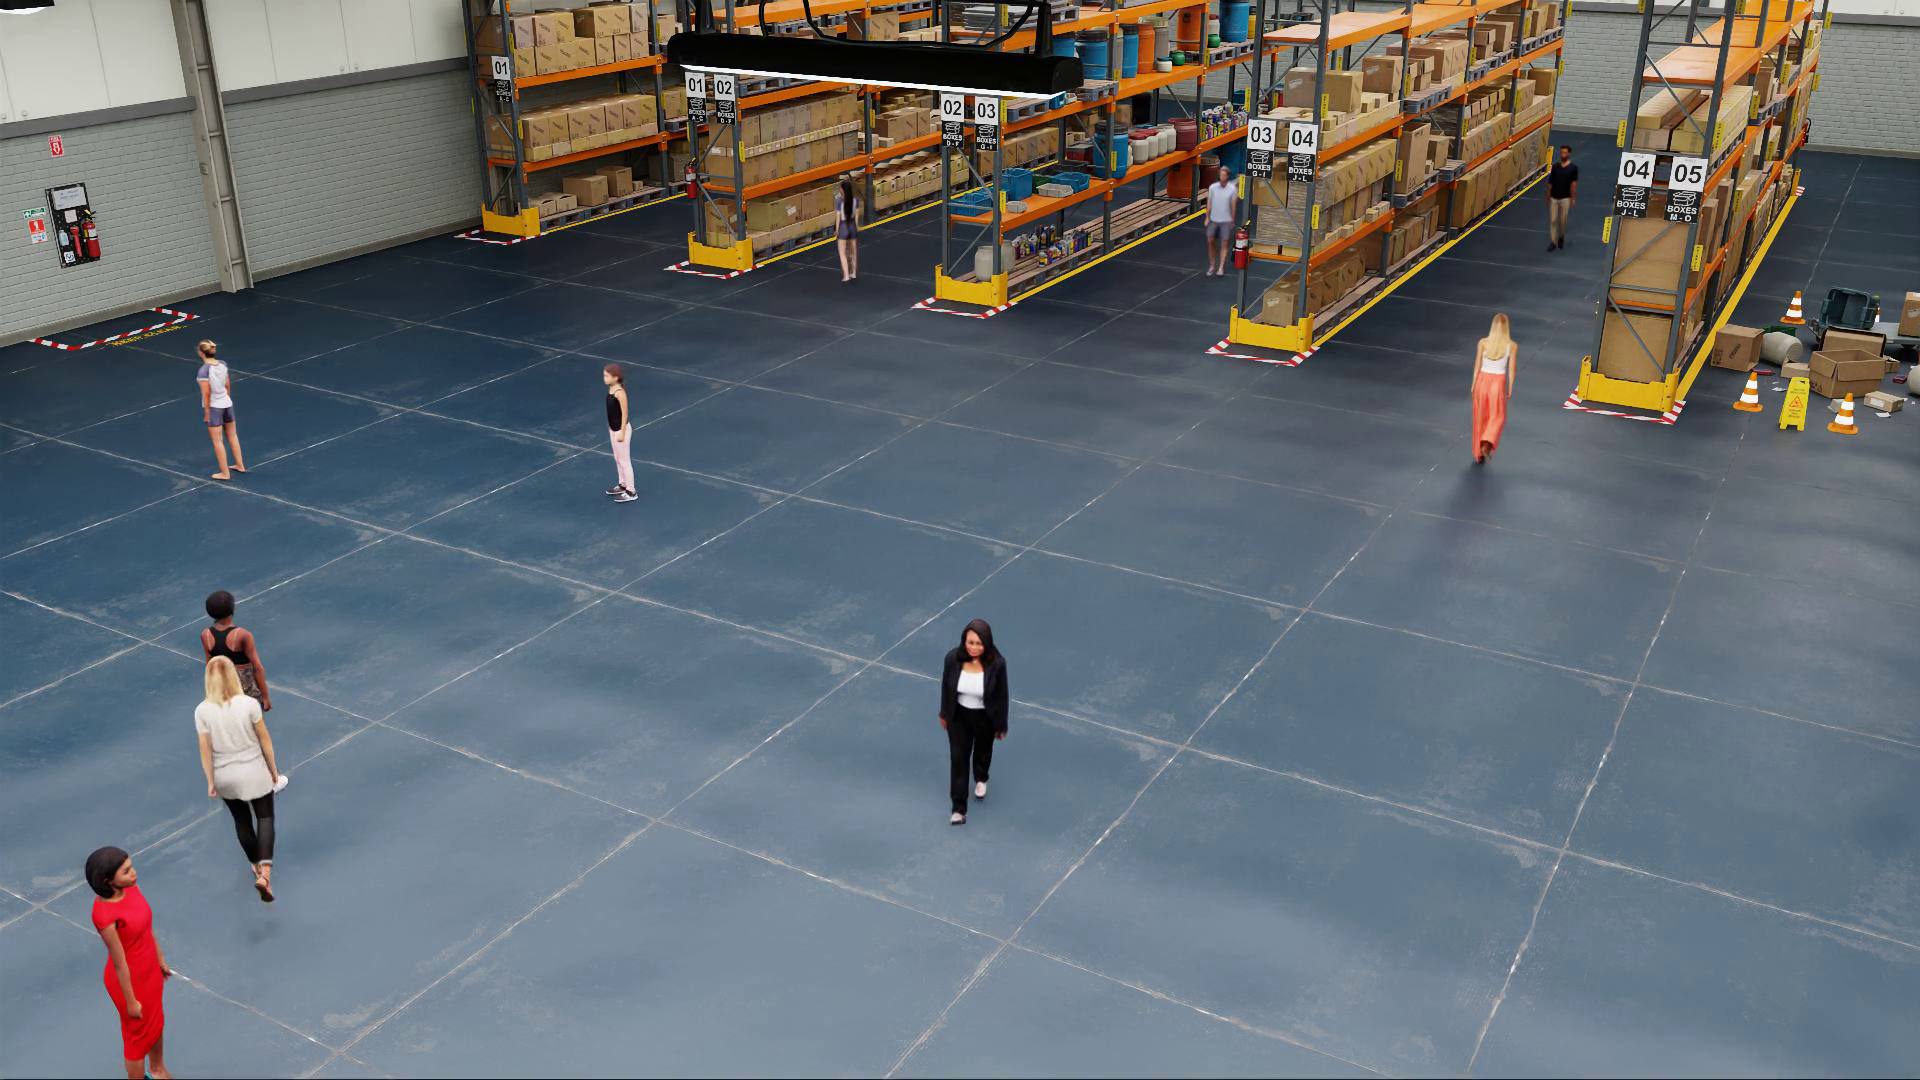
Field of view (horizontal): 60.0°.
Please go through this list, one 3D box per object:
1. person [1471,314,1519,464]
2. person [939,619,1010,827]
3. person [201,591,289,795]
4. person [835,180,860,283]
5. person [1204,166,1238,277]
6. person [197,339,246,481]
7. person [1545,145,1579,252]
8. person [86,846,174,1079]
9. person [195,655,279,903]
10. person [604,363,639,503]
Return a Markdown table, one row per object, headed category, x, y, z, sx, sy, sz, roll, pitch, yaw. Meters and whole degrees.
| category | x | y | z | sx | sy | sz | roll | pitch | yaw |
| --- | --- | --- | --- | --- | --- | --- | --- | --- | --- |
| person | 6.121 | -1.709 | 19.226 | 0.654 | 1.790 | 0.787 | 11 | 25 | 23 |
| person | 0.119 | 1.295 | 12.445 | 0.989 | 1.567 | 1.186 | 1 | 23 | 3 |
| person | -5.465 | 1.163 | 12.585 | 0.659 | 1.701 | 0.657 | 2 | 23 | 4 |
| person | -1.840 | -5.093 | 27.343 | 0.653 | 1.664 | 0.753 | -15 | 27 | -31 |
| person | 4.361 | -5.317 | 27.672 | 0.746 | 1.819 | 0.733 | 7 | 24 | 17 |
| person | -8.447 | -1.500 | 18.944 | 0.678 | 1.625 | 0.532 | 8 | 24 | 18 |
| person | 10.603 | -6.023 | 29.299 | 0.673 | 1.846 | 0.655 | 14 | 27 | 30 |
| person | -4.672 | 2.493 | 9.406 | 0.696 | 1.742 | 0.601 | -2 | 23 | -4 |
| person | -4.880 | 1.654 | 11.294 | 1.023 | 1.806 | 1.045 | -8 | 24 | -19 |
| person | -3.750 | -1.201 | 18.319 | 0.645 | 1.564 | 0.616 | -12 | 26 | -26 |
